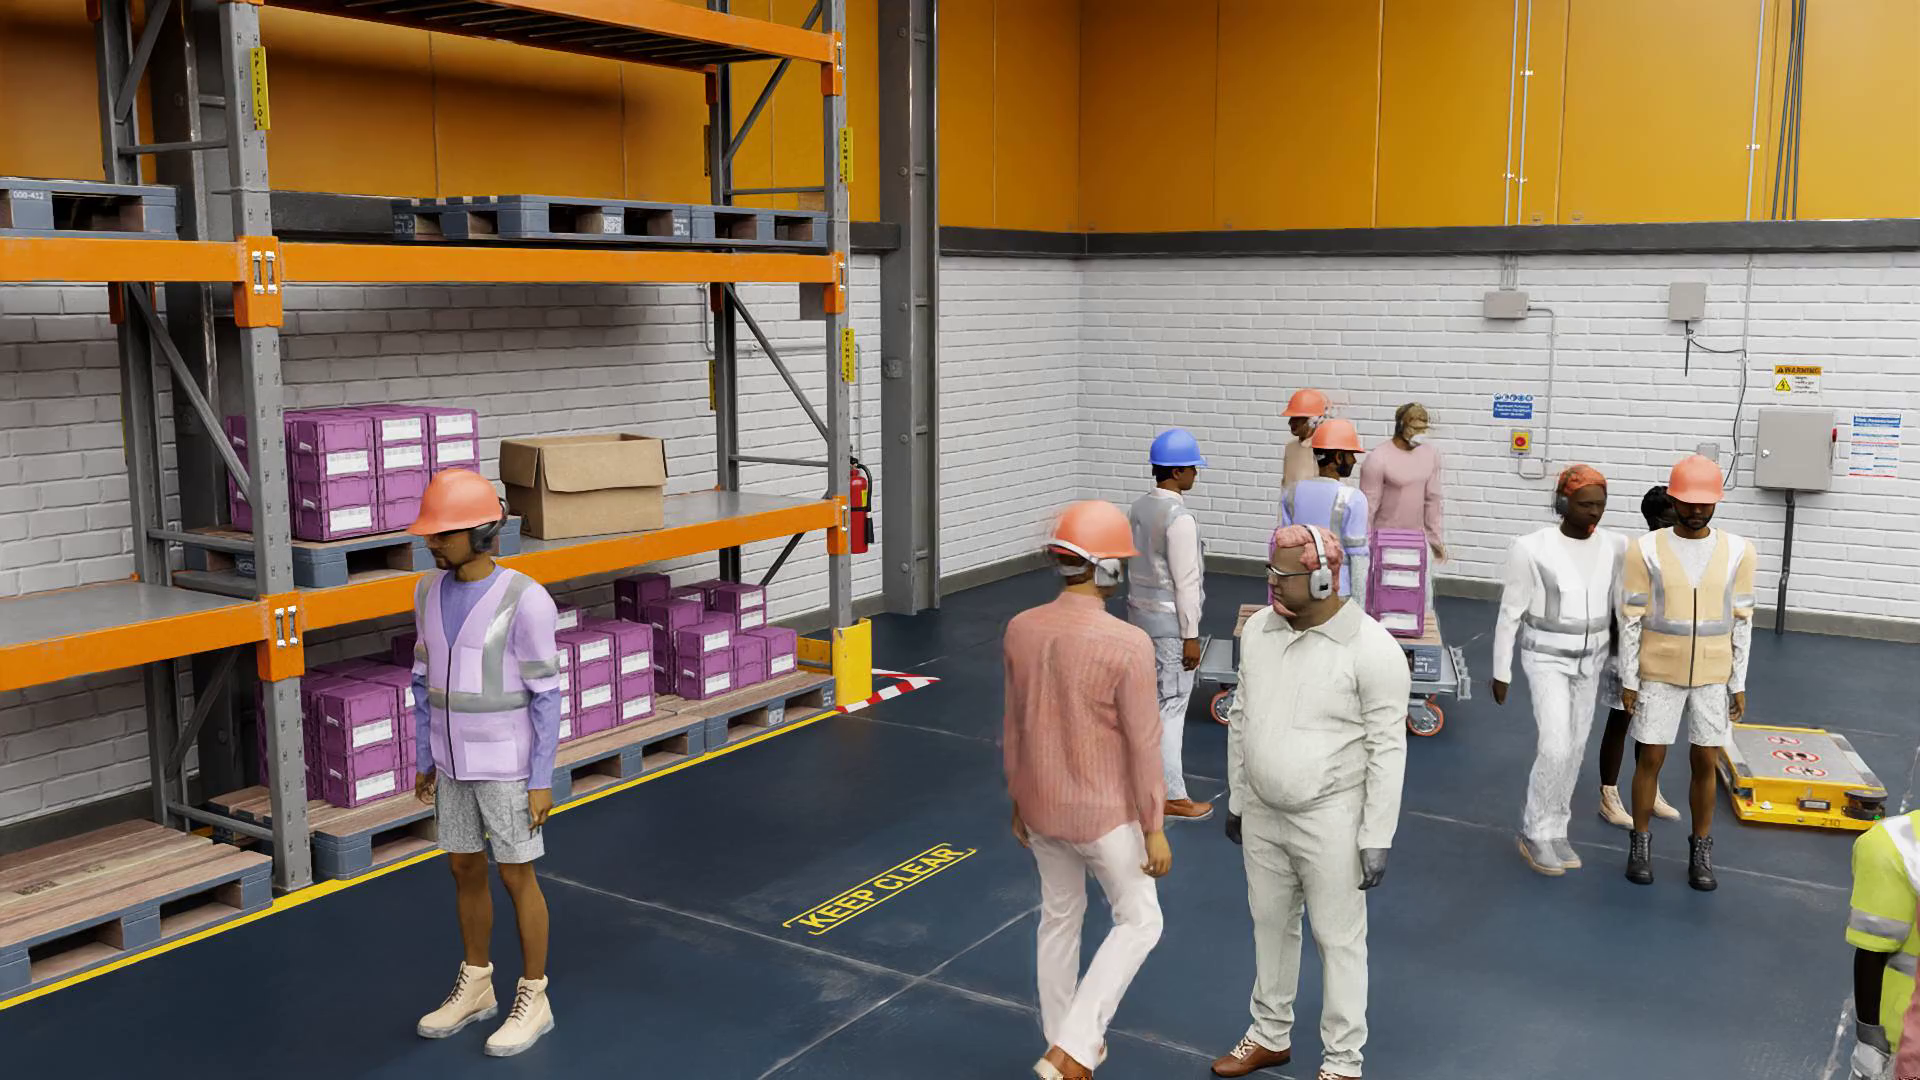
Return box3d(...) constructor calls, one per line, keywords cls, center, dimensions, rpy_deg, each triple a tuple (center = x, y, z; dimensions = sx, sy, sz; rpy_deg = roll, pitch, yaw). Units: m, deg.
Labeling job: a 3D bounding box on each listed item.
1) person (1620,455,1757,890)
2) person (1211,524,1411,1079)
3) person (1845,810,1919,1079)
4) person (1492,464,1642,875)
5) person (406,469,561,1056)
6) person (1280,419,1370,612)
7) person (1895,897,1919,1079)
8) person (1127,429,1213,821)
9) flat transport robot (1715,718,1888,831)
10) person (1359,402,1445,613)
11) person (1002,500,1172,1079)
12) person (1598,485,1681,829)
box3d(cls="person", center=(3.181, 0.584, 7.305), dimensions=(0.539, 1.929, 0.388), rpy_deg=(2, 9, 13))
box3d(cls="person", center=(1.103, 0.891, 5.372), dimensions=(0.401, 1.904, 0.650), rpy_deg=(-7, 11, -40))
box3d(cls="person", center=(2.380, 1.207, 4.000), dimensions=(0.532, 1.693, 0.319), rpy_deg=(-1, 9, -5))
box3d(cls="person", center=(2.740, 0.589, 7.469), dimensions=(0.614, 1.864, 0.548), rpy_deg=(-2, 9, -14))
box3d(cls="person", center=(-1.665, 0.766, 5.739), dimensions=(0.613, 2.039, 0.393), rpy_deg=(5, 10, 28))
box3d(cls="person", center=(2.001, 0.306, 9.075), dimensions=(0.375, 1.934, 0.547), rpy_deg=(-7, 11, -40))
box3d(cls="person", center=(2.020, 1.240, 2.988), dimensions=(0.631, 1.938, 0.362), rpy_deg=(7, 11, 40))
box3d(cls="person", center=(1.032, 0.420, 8.291), dimensions=(0.389, 1.948, 0.608), rpy_deg=(-3, 9, -19))
box3d(cls="flat transport robot", center=(4.329, 1.195, 8.677), dimensions=(0.652, 0.197, 1.431), rpy_deg=(3, 9, 17))
box3d(cls="person", center=(2.960, 0.029, 11.019), dimensions=(0.659, 1.896, 0.632), rpy_deg=(-5, 10, -32))
box3d(cls="person", center=(0.379, 0.858, 5.342), dimensions=(0.644, 1.980, 0.505), rpy_deg=(9, 12, 44))
box3d(cls="person", center=(3.385, 0.564, 8.176), dimensions=(0.530, 1.692, 0.321), rpy_deg=(-4, 9, -22))
